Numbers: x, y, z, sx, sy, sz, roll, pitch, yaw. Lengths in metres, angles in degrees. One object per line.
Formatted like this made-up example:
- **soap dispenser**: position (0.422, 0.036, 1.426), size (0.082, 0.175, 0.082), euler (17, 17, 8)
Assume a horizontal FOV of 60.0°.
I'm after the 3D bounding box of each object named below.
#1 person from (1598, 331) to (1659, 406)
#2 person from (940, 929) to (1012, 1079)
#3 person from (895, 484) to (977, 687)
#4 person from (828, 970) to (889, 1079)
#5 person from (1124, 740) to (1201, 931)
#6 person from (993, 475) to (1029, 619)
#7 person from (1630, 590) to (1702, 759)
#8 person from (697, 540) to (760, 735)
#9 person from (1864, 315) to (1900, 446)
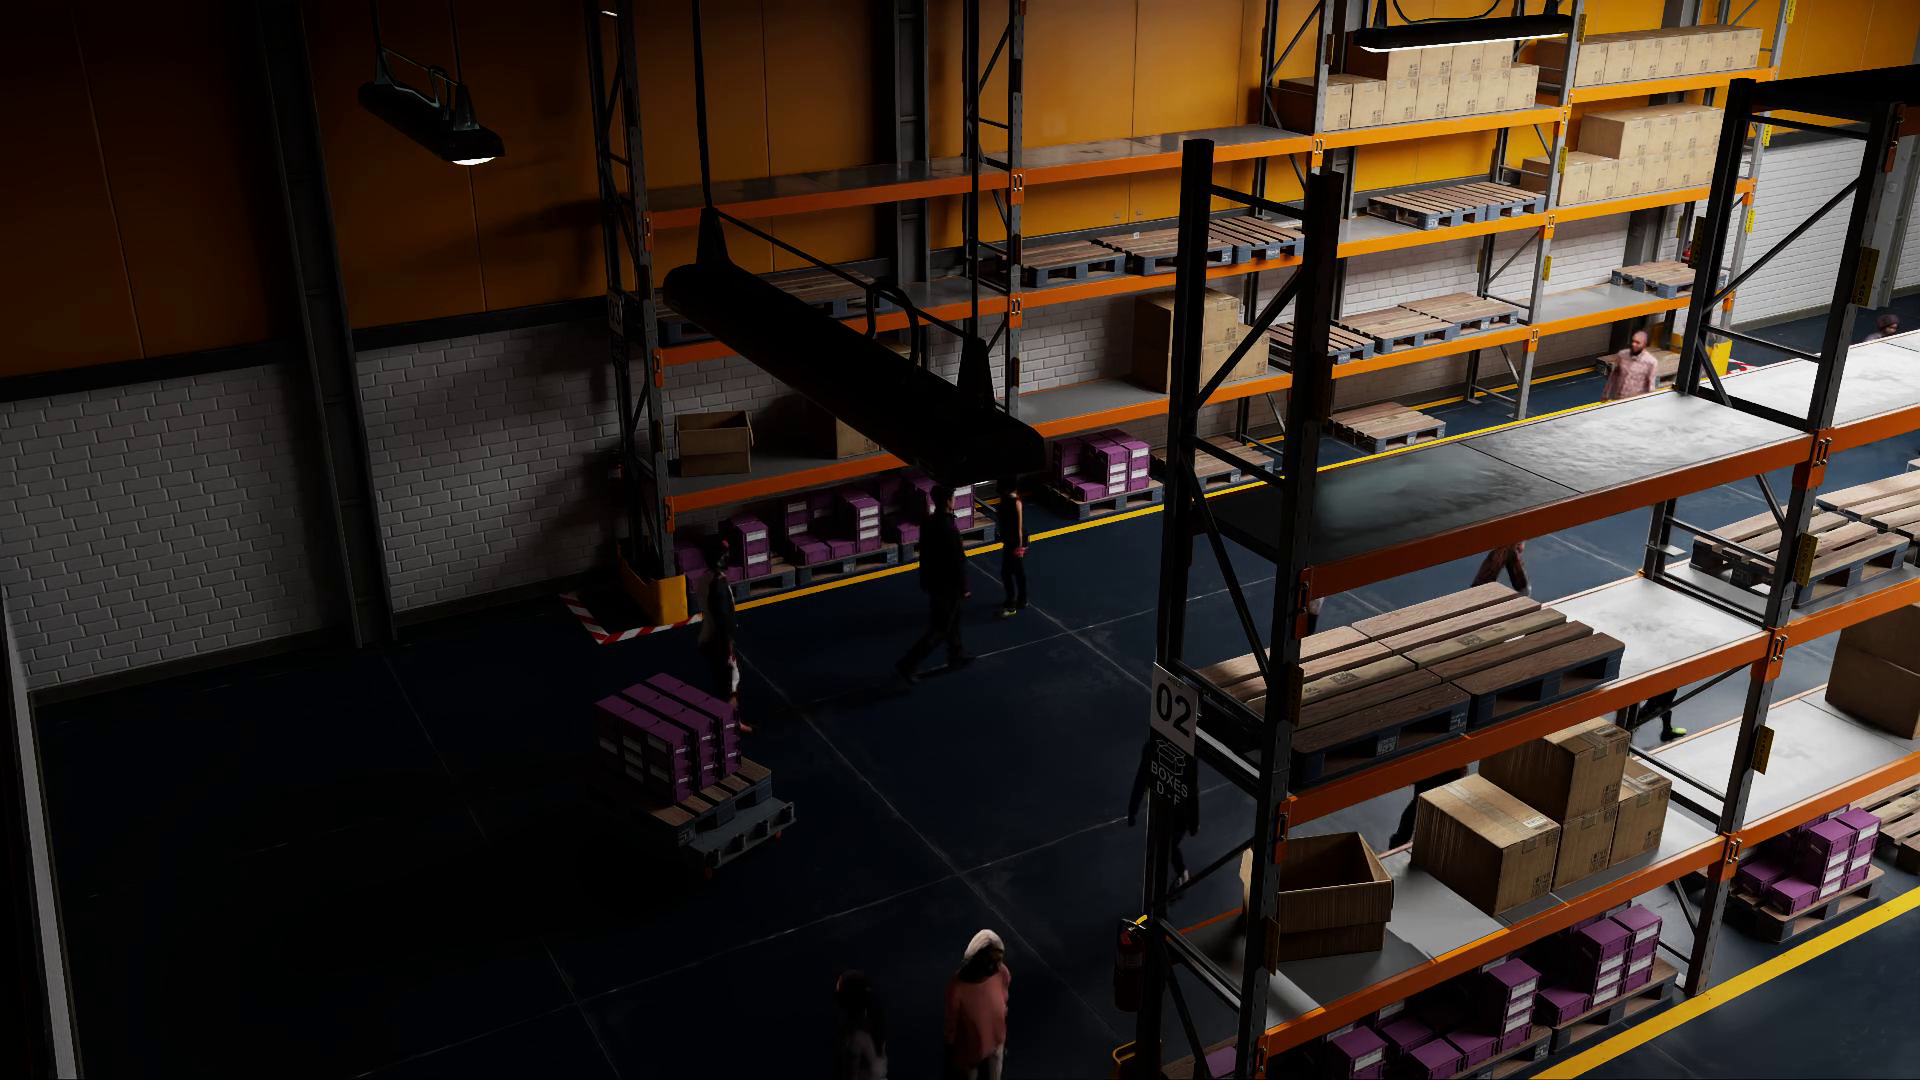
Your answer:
- **person**: position (8.141, -1.675, 20.156), size (1.085, 1.774, 0.780), euler (-17, 29, -34)
- **person**: position (0.042, 2.937, 9.703), size (0.859, 1.697, 0.705), euler (-15, 28, -31)
- **person**: position (-0.222, 0.431, 15.178), size (1.151, 1.903, 0.676), euler (-13, 27, -28)
- **person**: position (-0.468, 3.164, 9.251), size (0.931, 1.643, 0.884), euler (8, 25, 17)
- **person**: position (1.542, 1.958, 12.000), size (0.882, 1.650, 1.193), euler (20, 30, 38)
- **person**: position (0.563, 0.015, 16.589), size (0.717, 1.535, 0.633), euler (-5, 24, -12)
- **person**: position (5.881, 1.081, 13.990), size (1.215, 1.664, 0.712), euler (-9, 25, -20)
- **person**: position (-2.132, 0.906, 14.130), size (1.134, 1.872, 0.903), euler (-4, 24, -10)
- **person**: position (11.559, -2.031, 21.073), size (0.813, 1.693, 0.884), euler (13, 27, 27)
